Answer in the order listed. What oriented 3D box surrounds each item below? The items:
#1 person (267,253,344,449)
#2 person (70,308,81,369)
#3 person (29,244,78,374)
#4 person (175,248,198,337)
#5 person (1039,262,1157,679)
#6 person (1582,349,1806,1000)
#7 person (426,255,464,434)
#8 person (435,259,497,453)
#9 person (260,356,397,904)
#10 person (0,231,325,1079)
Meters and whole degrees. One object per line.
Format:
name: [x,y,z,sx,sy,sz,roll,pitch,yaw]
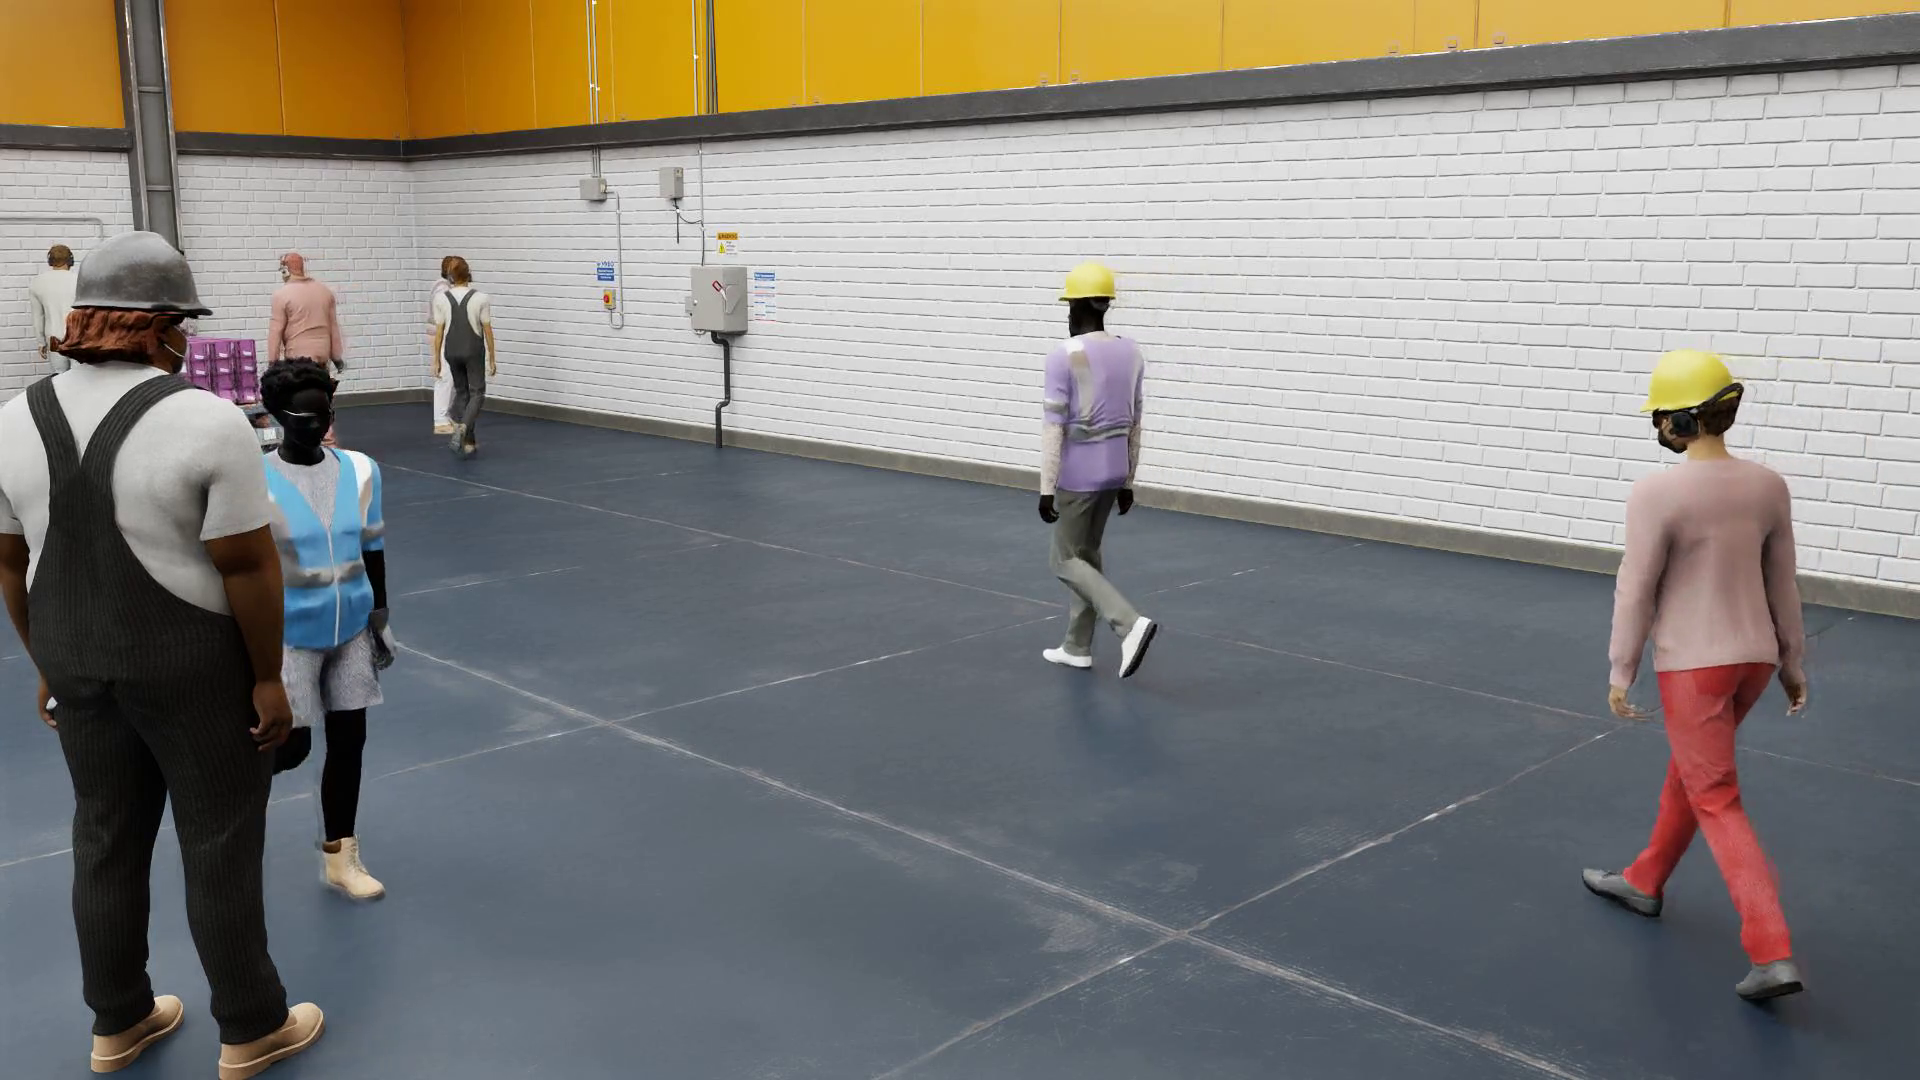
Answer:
person: [-6.052,-1.674,15.168,0.987,1.852,0.656,5,12,27]
person: [-5.699,-1.020,11.358,0.629,1.959,0.913,-3,11,-15]
person: [-8.966,-1.993,16.711,0.629,1.935,0.373,0,10,-1]
person: [-7.799,-1.958,16.588,0.785,1.908,0.639,-9,13,-39]
person: [0.629,-0.300,7.545,0.596,1.904,0.681,-10,14,-43]
person: [2.089,0.346,4.558,0.565,1.714,0.917,-4,11,-21]
person: [-5.229,-1.994,17.038,0.432,1.823,0.651,-2,11,-10]
person: [-4.561,-1.661,15.255,0.564,1.811,0.726,0,10,-1]
person: [-2.036,0.269,5.082,0.562,1.674,0.530,8,13,37]
person: [-1.905,0.280,4.019,0.688,2.000,0.537,2,11,9]
